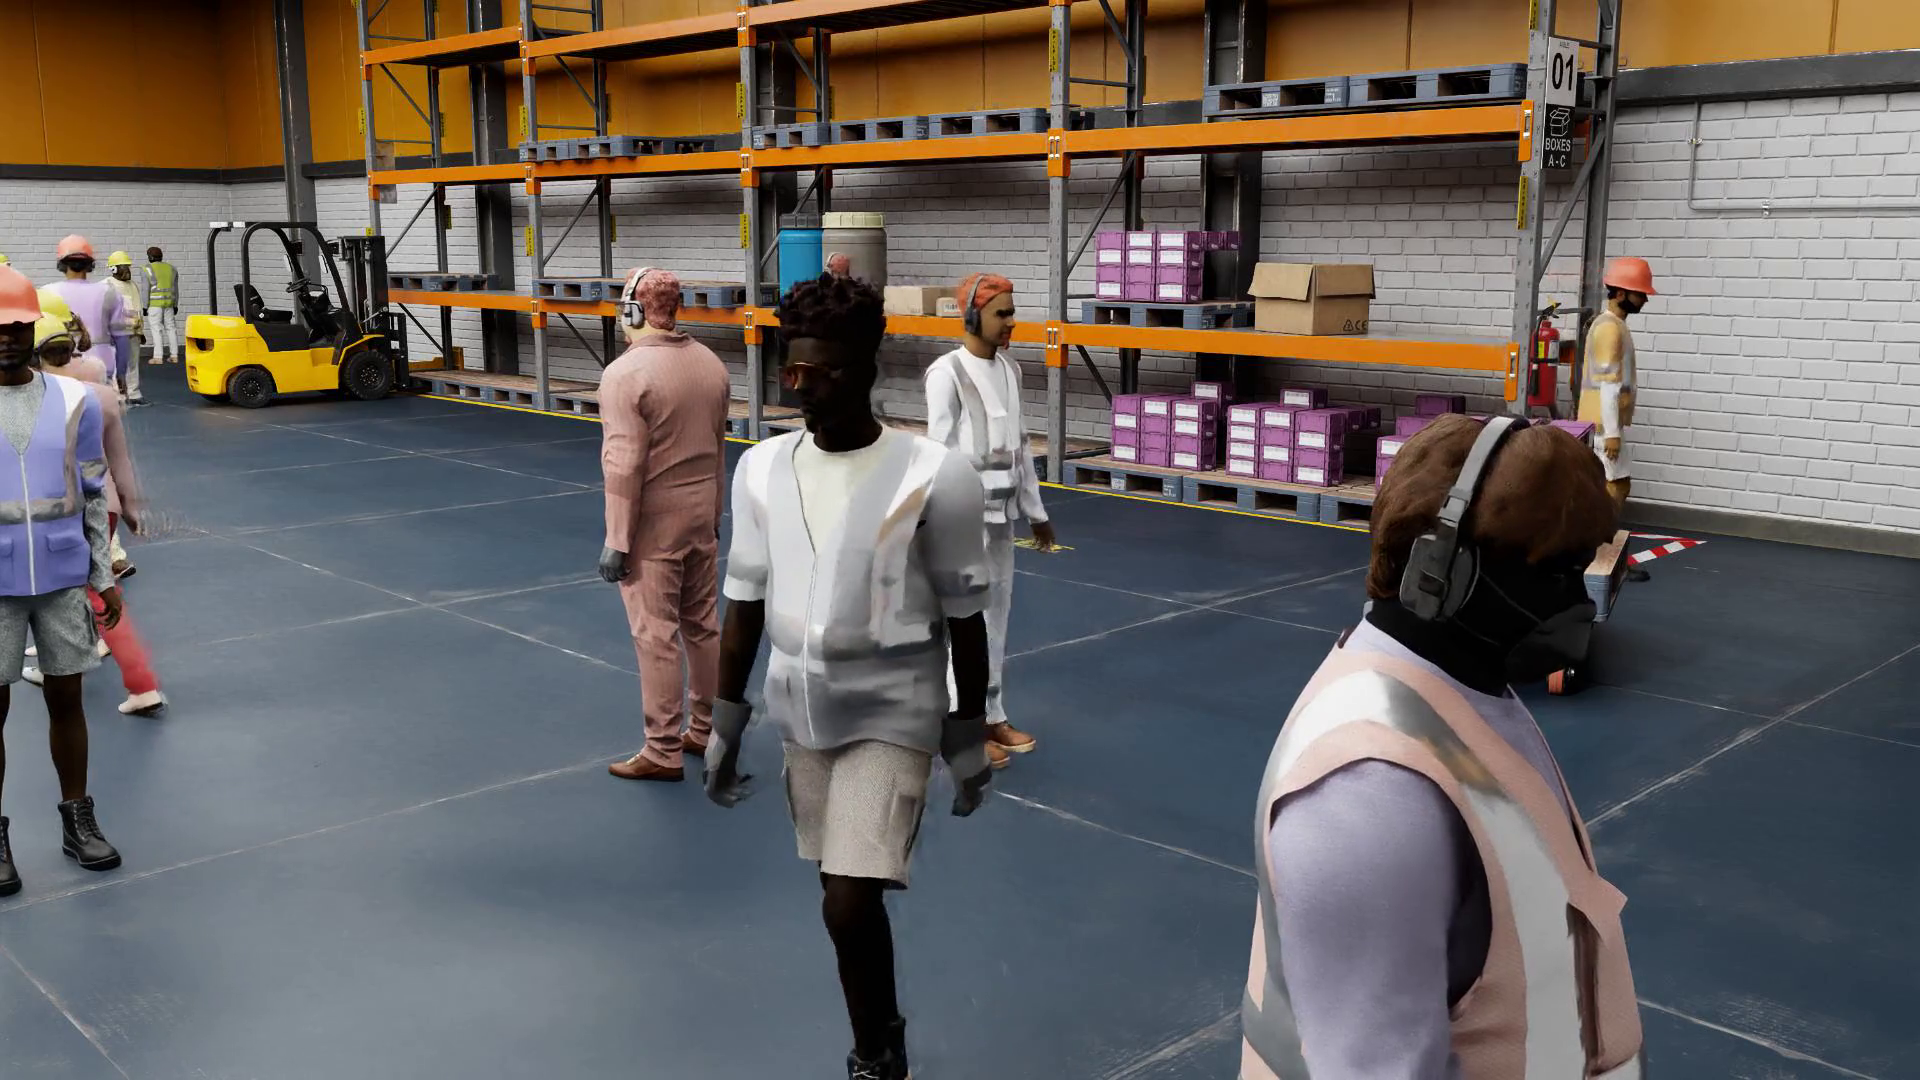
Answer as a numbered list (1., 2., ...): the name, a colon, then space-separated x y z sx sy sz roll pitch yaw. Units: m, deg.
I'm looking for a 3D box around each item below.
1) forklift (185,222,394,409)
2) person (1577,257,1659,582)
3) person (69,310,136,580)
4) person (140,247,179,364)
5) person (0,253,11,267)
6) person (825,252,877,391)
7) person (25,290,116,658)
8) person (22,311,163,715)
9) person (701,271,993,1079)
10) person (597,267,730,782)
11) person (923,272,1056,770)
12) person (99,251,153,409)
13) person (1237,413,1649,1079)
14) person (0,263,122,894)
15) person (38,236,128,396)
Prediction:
1. forklift: -8.169 -2.758 20.163 2.313 2.155 1.214 -10 14 -44
2. person: 3.728 -0.702 9.772 0.664 1.905 0.550 4 11 21
3. person: -5.178 -0.538 9.712 0.869 1.590 0.515 8 13 39
4. person: -12.663 -3.706 26.302 0.429 1.840 0.636 6 12 29
5. person: -11.351 -2.501 19.780 0.403 1.826 0.593 -2 11 -9
6. person: -0.922 -1.339 13.238 0.659 1.893 0.617 -8 13 -37
7. person: -4.284 -0.299 7.927 0.522 1.769 0.311 4 11 22
8. person: -3.760 -0.109 7.046 0.943 1.705 0.534 4 11 22
9. person: -0.287 0.406 3.583 0.618 1.939 0.664 6 12 31
10. person: -1.129 -0.056 6.217 0.399 1.907 0.644 6 12 29
11. person: 0.104 -0.081 6.424 0.399 1.880 0.595 6 12 30
12. person: -9.805 -2.465 19.540 0.404 1.837 0.590 2 11 12
13. person: 0.537 0.772 1.895 0.430 1.838 0.619 4 11 20
14. person: -2.907 0.118 5.178 0.545 1.939 0.373 -9 14 -41
15. person: -6.675 -1.285 12.633 0.632 2.006 0.905 -9 14 -39
